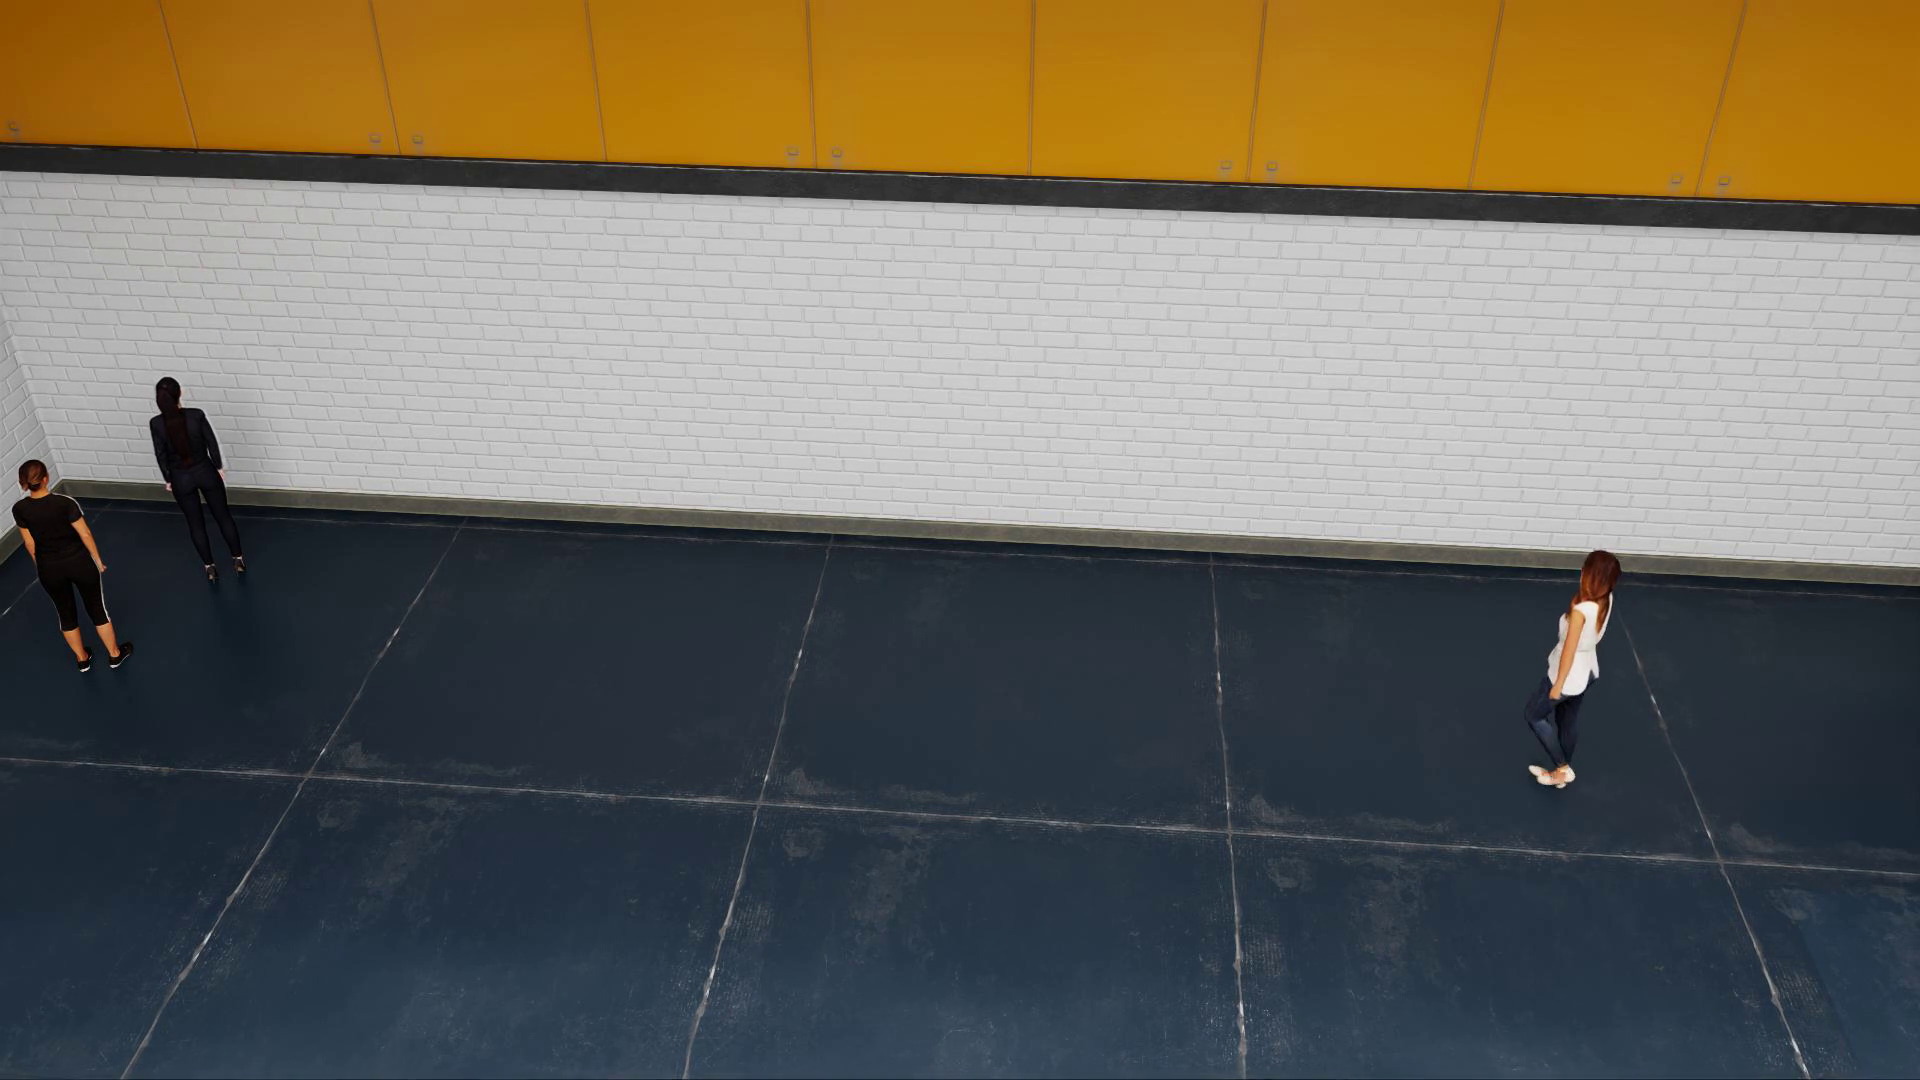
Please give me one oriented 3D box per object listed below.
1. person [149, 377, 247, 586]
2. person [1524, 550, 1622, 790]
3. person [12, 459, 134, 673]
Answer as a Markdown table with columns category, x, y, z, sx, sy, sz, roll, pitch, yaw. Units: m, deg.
| category | x | y | z | sx | sy | sz | roll | pitch | yaw |
| --- | --- | --- | --- | --- | --- | --- | --- | --- | --- |
| person | -5.677 | -0.448 | 12.356 | 0.640 | 1.711 | 0.642 | -15 | 36 | -21 |
| person | 3.876 | 0.871 | 10.314 | 0.737 | 1.775 | 0.803 | -28 | 43 | -36 |
| person | -6.160 | 0.172 | 11.462 | 0.638 | 1.669 | 0.606 | -6 | 34 | -9 |
